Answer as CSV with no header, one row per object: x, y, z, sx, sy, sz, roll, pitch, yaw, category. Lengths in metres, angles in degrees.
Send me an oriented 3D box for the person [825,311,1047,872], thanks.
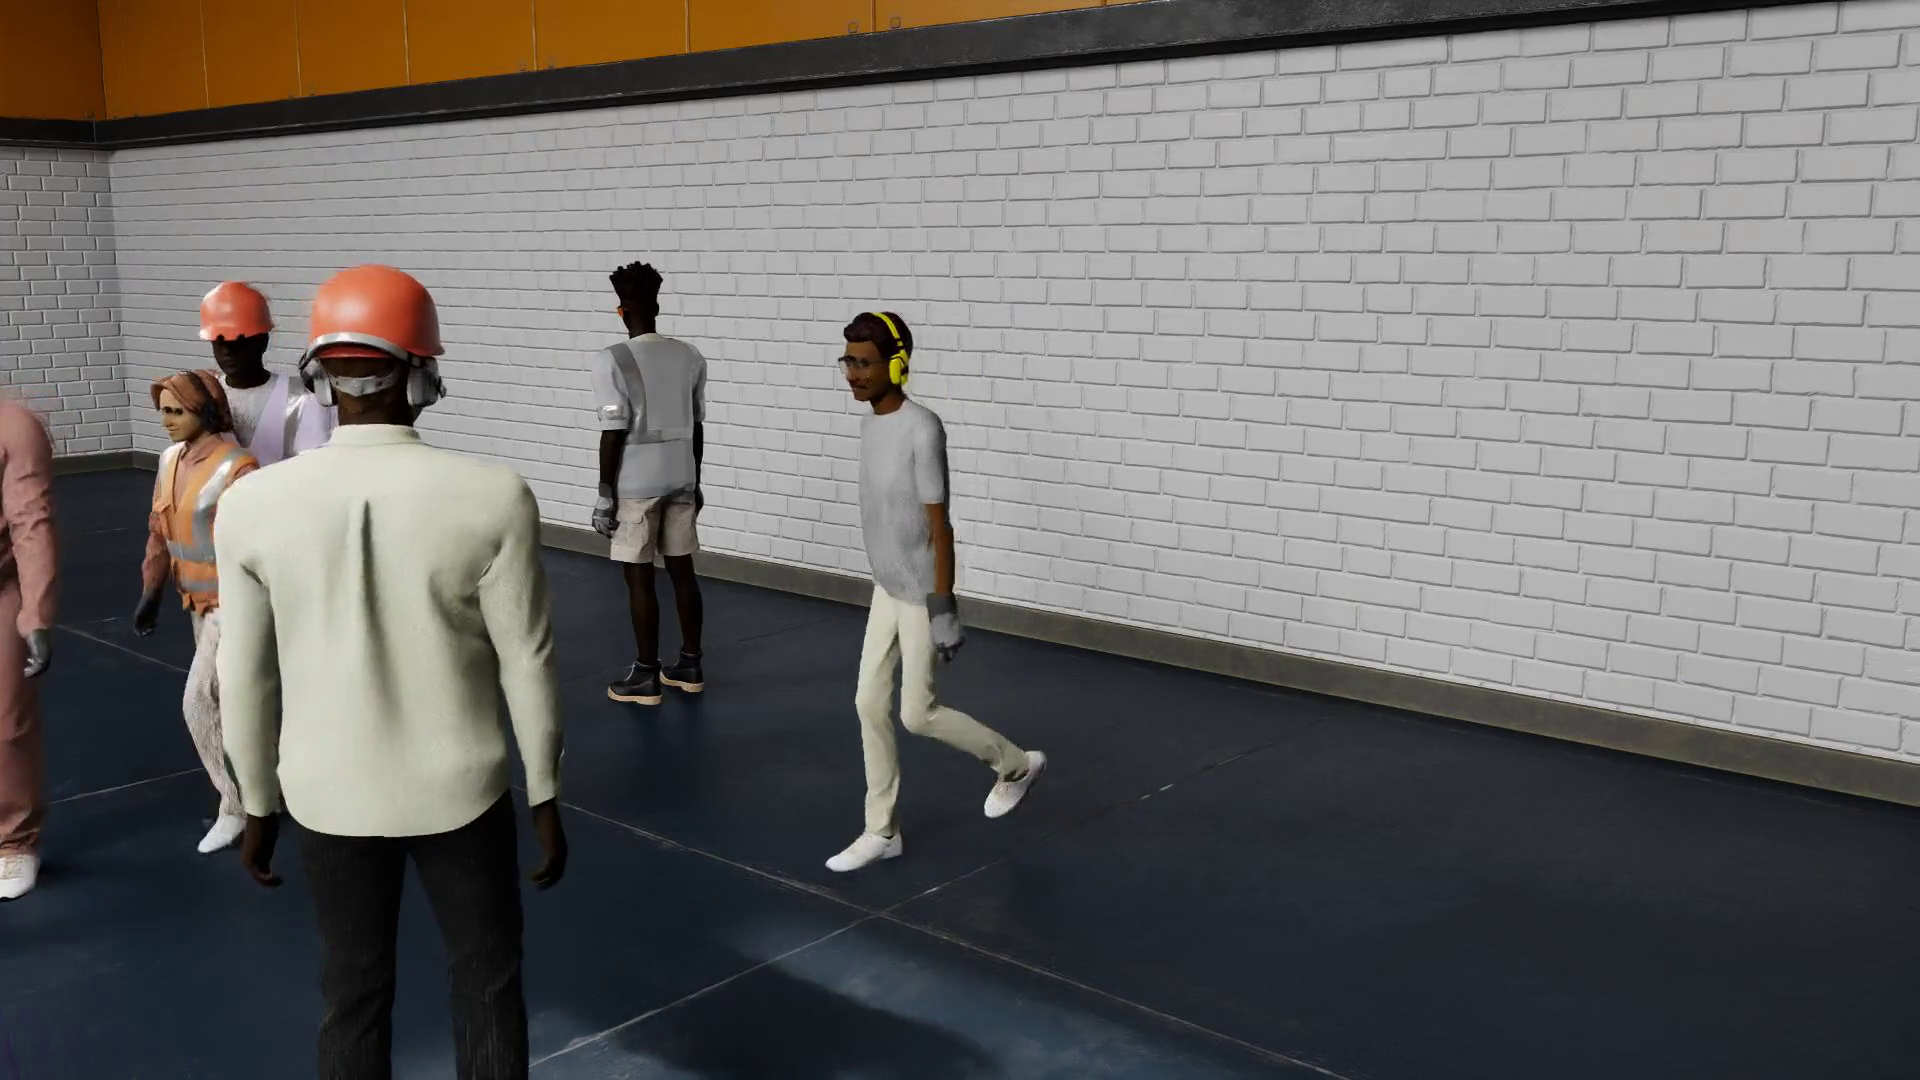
-0.083,0.164,5.450,0.724,1.834,0.559,-6,12,-31,person

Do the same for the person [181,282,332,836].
-2.464,0.064,5.826,0.556,1.900,0.870,-1,10,-7,person

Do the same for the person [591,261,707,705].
-1.385,-0.251,7.424,0.365,1.963,0.610,8,13,39,person

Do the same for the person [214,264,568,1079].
-1.074,0.474,3.218,0.629,1.992,0.399,-1,10,-4,person

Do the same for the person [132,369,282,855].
-2.552,0.238,5.618,0.508,1.618,0.523,8,13,39,person

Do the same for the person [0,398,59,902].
-2.980,0.253,4.857,0.646,1.863,0.965,-3,10,-17,person
